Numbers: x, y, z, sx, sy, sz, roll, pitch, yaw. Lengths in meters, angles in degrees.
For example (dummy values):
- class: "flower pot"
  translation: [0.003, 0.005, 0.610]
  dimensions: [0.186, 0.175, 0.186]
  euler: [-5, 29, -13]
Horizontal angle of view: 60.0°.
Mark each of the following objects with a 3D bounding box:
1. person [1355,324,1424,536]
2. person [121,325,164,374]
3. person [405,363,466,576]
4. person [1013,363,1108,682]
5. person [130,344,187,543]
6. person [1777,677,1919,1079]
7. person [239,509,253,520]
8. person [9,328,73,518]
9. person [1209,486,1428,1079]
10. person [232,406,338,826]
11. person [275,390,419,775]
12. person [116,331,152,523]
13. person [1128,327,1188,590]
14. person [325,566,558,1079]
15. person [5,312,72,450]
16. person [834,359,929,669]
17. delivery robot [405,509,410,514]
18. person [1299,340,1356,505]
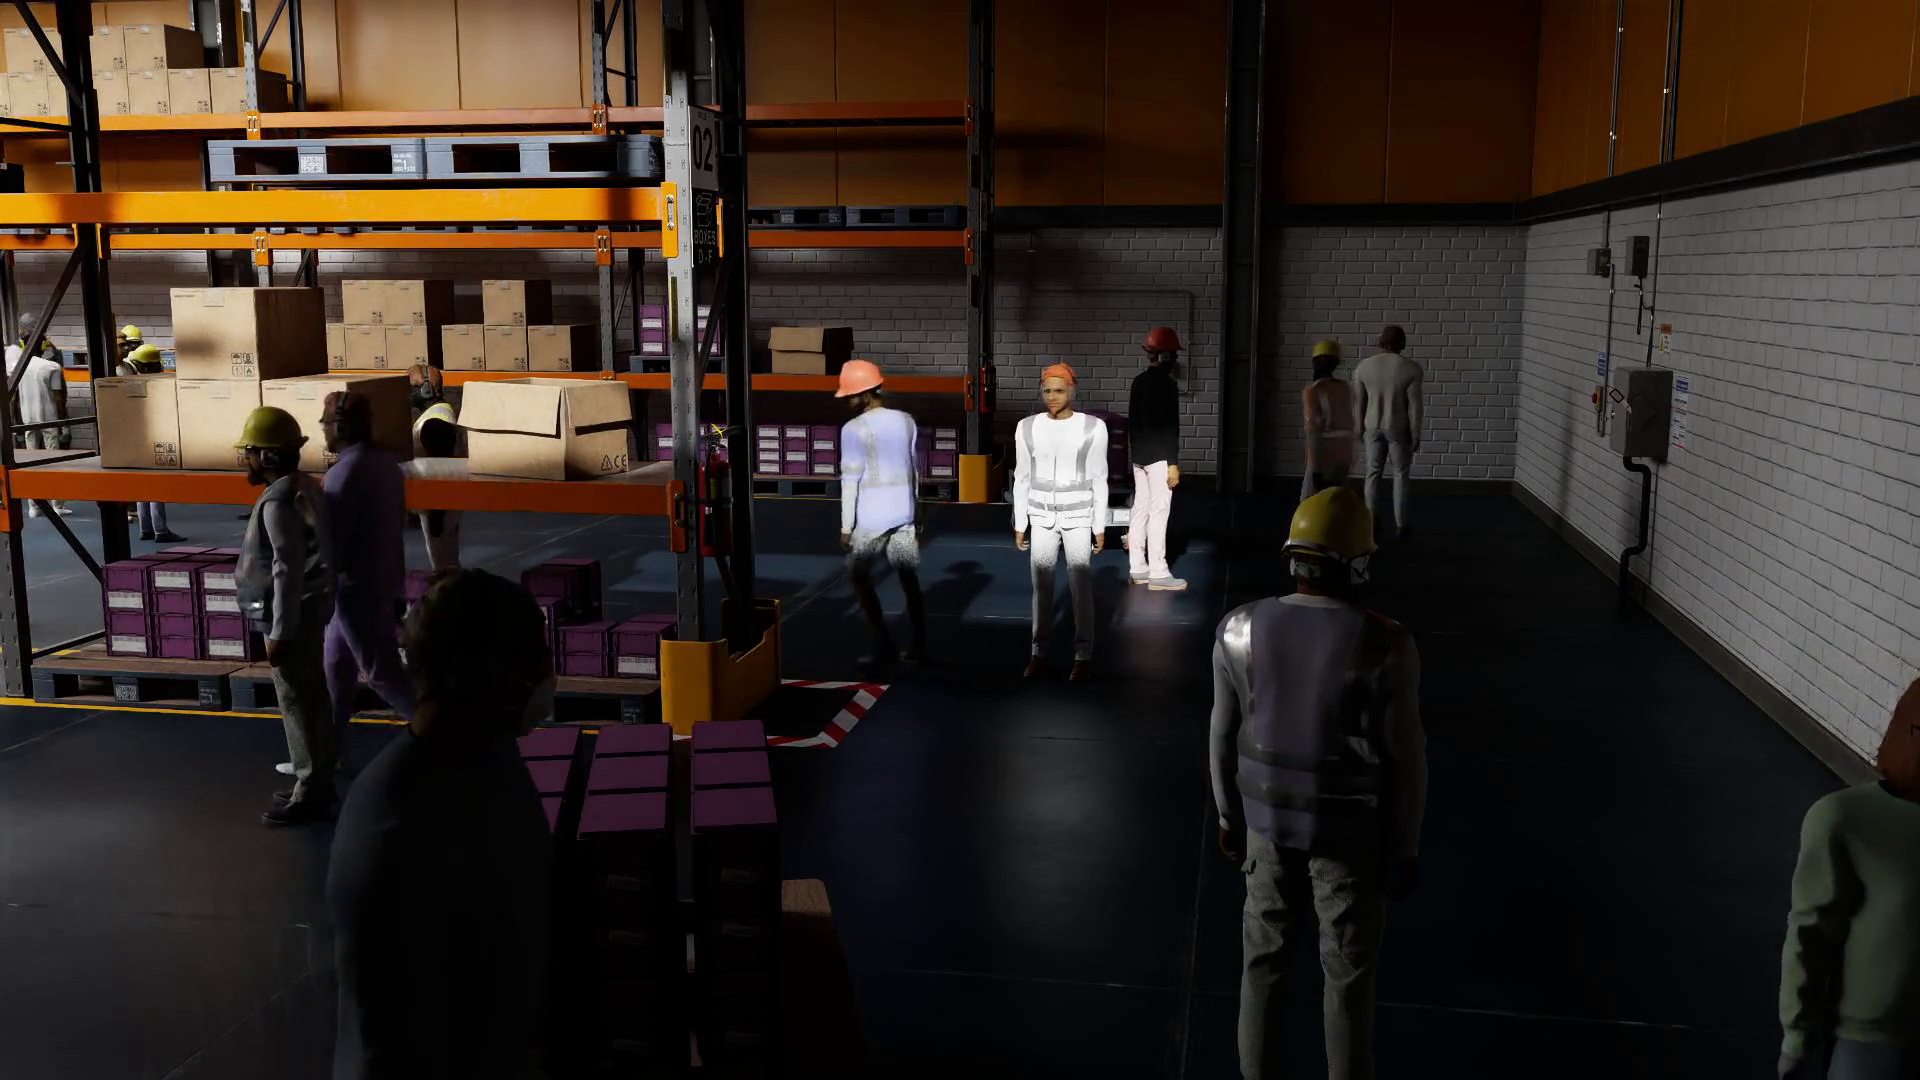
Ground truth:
- class: "person"
  translation: [3.923, -0.998, 15.213]
  dimensions: [0.646, 1.936, 0.409]
  euler: [5, 10, 29]
- class: "person"
  translation: [-8.977, -1.422, 18.144]
  dimensions: [0.404, 1.834, 0.592]
  euler: [9, 13, 43]
- class: "person"
  translation: [-3.367, -0.212, 10.667]
  dimensions: [0.430, 1.835, 0.622]
  euler: [-3, 10, -20]
- class: "person"
  translation: [0.590, -0.102, 9.830]
  dimensions: [0.577, 1.879, 0.348]
  euler: [3, 10, 18]
- class: "person"
  translation: [-7.198, -0.858, 14.847]
  dimensions: [0.525, 1.772, 0.307]
  euler: [7, 12, 37]
- class: "person"
  translation: [1.963, 1.060, 3.383]
  dimensions: [0.520, 1.618, 0.425]
  euler: [0, 9, 2]
- class: "person"
  translation: [-6.805, -1.130, 16.088]
  dimensions: [0.511, 1.910, 0.619]
  euler: [-7, 12, -39]
- class: "person"
  translation: [-9.027, -1.143, 16.333]
  dimensions: [0.523, 1.865, 0.326]
  euler: [-1, 9, -3]
- class: "person"
  translation: [0.989, 0.764, 4.589]
  dimensions: [0.603, 1.830, 0.404]
  euler: [6, 11, 32]
- class: "person"
  translation: [-2.946, 0.329, 7.288]
  dimensions: [0.404, 1.829, 0.600]
  euler: [-2, 9, -11]
- class: "person"
  translation: [-2.775, 0.232, 7.806]
  dimensions: [0.952, 1.869, 0.647]
  euler: [-1, 9, -4]
- class: "person"
  translation: [-8.066, -1.085, 16.018]
  dimensions: [0.345, 1.847, 0.508]
  euler: [2, 9, 15]
- class: "person"
  translation: [1.505, -0.620, 12.674]
  dimensions: [0.395, 1.994, 0.612]
  euler: [-4, 10, -22]
- class: "person"
  translation: [-0.842, 1.004, 2.814]
  dimensions: [0.483, 1.921, 0.702]
  euler: [0, 9, 2]
- class: "person"
  translation: [-9.982, -1.502, 18.001]
  dimensions: [0.587, 2.000, 0.714]
  euler: [3, 10, 20]
- class: "person"
  translation: [-0.468, -0.142, 10.034]
  dimensions: [0.613, 1.902, 0.453]
  euler: [-8, 12, -39]
- class: "delivery robot"
  translation: [-5.477, -0.442, 15.733]
  dimensions: [0.707, 0.478, 0.477]
  euler: [5, 10, 28]
- class: "person"
  translation: [2.875, -0.604, 12.913]
  dimensions: [0.601, 1.879, 0.600]
  euler: [-6, 11, -34]
